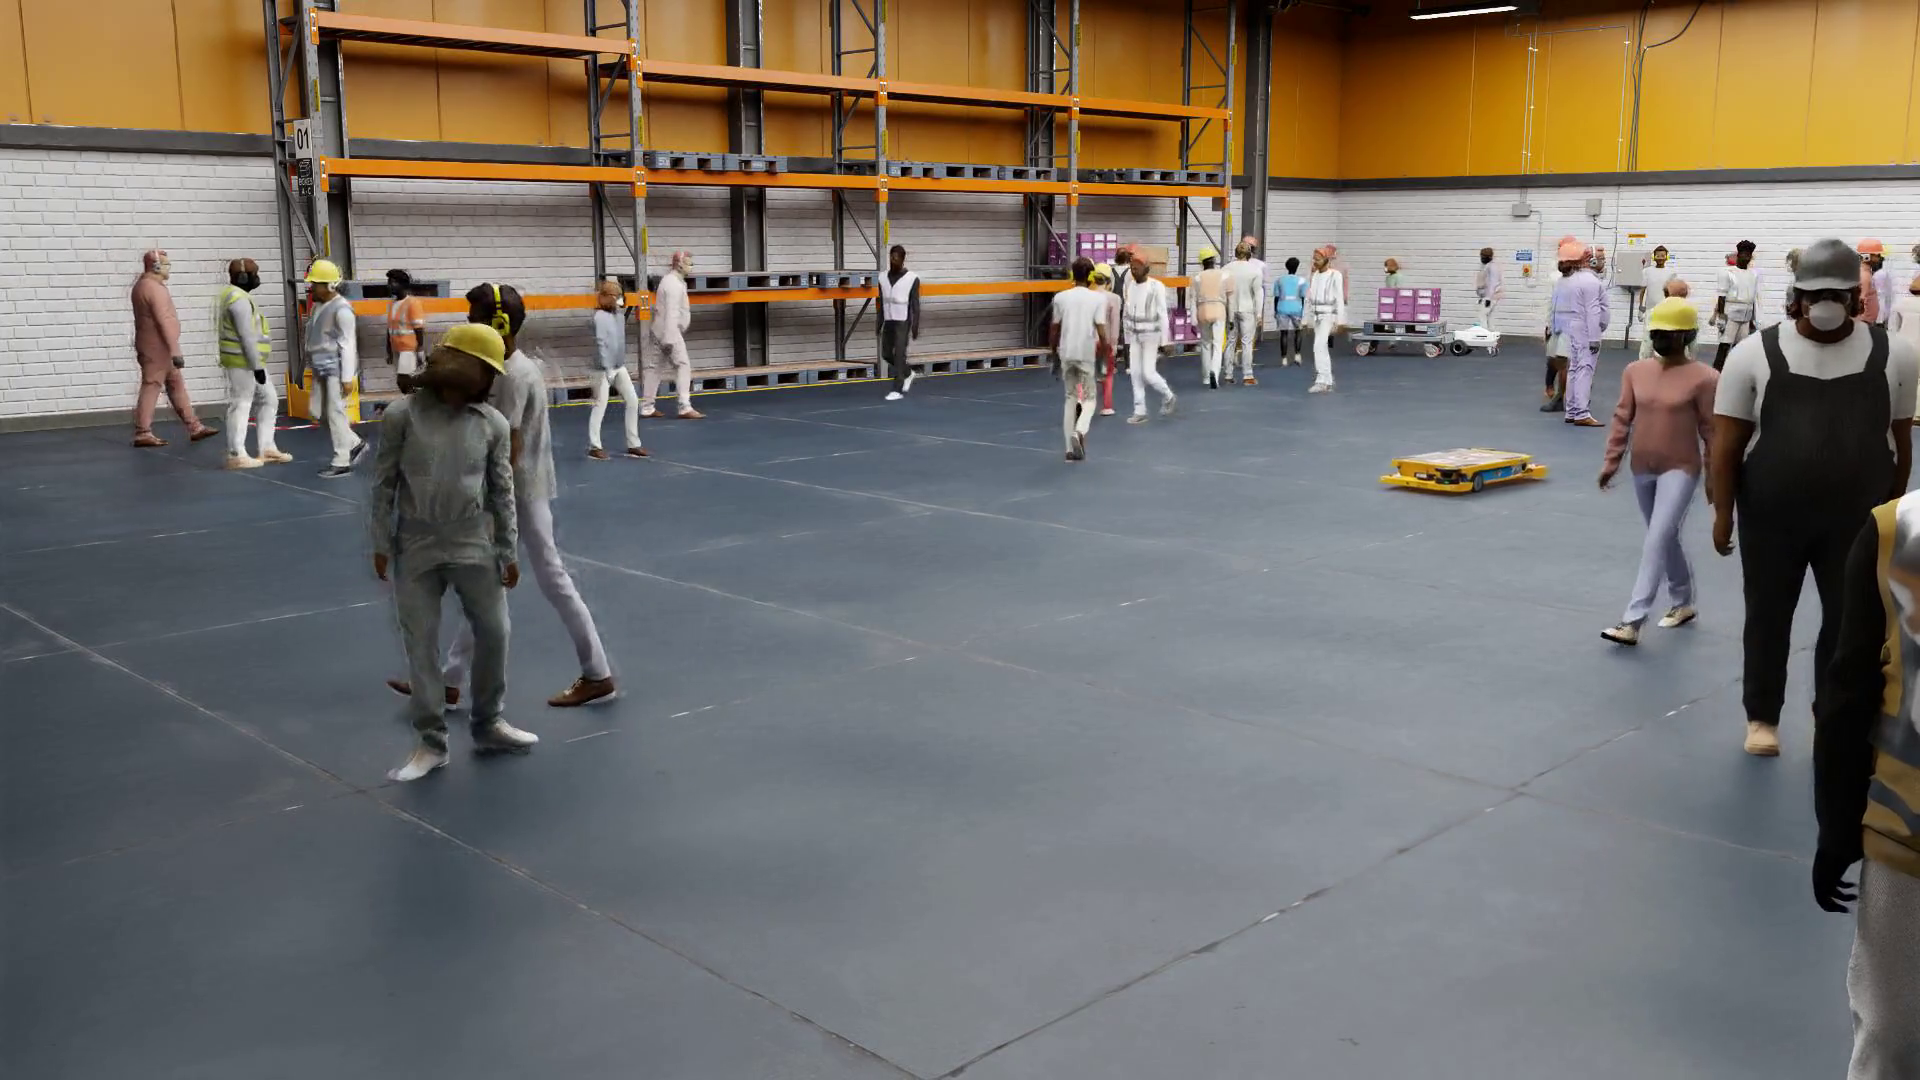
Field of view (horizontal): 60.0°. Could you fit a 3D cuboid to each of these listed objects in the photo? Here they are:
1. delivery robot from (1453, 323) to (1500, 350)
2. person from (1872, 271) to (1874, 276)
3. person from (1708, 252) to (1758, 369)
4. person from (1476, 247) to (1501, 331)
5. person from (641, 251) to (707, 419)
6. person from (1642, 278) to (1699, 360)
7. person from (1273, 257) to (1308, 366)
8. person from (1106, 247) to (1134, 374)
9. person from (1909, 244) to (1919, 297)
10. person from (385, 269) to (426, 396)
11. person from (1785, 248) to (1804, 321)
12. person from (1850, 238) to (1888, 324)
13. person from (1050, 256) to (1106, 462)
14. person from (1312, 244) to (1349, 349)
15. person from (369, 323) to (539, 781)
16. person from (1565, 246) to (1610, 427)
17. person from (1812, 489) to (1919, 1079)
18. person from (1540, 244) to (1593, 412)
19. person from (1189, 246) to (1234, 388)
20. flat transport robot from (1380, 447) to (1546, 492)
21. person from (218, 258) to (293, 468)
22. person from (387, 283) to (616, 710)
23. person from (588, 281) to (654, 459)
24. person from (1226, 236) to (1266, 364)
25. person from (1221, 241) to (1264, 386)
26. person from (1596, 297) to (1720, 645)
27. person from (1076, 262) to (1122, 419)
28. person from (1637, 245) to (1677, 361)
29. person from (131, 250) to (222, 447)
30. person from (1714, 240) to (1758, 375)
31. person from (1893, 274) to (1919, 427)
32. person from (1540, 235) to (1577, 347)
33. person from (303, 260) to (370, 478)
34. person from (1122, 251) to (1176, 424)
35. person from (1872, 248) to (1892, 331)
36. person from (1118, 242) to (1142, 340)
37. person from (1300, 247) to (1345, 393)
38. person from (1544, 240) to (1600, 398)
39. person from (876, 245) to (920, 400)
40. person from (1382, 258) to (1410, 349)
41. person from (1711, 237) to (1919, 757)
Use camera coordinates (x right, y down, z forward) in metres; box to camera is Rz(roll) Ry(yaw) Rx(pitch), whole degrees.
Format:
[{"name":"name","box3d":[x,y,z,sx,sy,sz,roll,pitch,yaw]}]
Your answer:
[{"name":"delivery robot","box3d":[8.658,-3.397,27.868,0.707,0.478,0.477,6,12,30]},{"name":"person","box3d":[12.839,-3.082,23.463,0.541,1.622,0.398,-10,14,-43]},{"name":"person","box3d":[10.805,-3.100,23.186,0.554,1.780,1.044,-7,12,-33]},{"name":"person","box3d":[9.496,-4.371,30.063,0.559,1.808,0.632,0,10,1]},{"name":"person","box3d":[-3.205,-2.240,18.327,0.699,1.851,0.649,-4,11,-19]},{"name":"person","box3d":[6.553,-1.601,15.386,0.545,1.626,0.375,-1,10,-8]},{"name":"person","box3d":[5.141,-3.547,25.864,0.541,1.678,0.580,3,11,17]},{"name":"person","box3d":[2.363,-3.341,24.296,0.507,1.846,0.344,3,11,17]},{"name":"person","box3d":[13.848,-3.346,24.185,0.971,1.892,0.638,9,14,41]},{"name":"person","box3d":[-5.685,-1.918,16.970,0.557,1.678,0.404,9,13,39]},{"name":"person","box3d":[9.799,-2.446,19.326,1.004,1.888,0.637,5,12,26]},{"name":"person","box3d":[9.973,-2.339,18.419,0.389,1.992,0.625,4,11,22]},{"name":"person","box3d":[1.029,-1.586,14.737,0.559,1.847,0.526,4,11,21]},{"name":"person","box3d":[6.524,-4.287,29.401,0.651,1.881,0.781,4,11,20]},{"name":"person","box3d":[-1.909,0.044,6.264,0.603,1.702,0.352,-6,12,-29]},{"name":"person","box3d":[6.710,-2.171,17.747,0.407,1.910,0.640,1,10,4]},{"name":"person","box3d":[1.855,0.573,2.961,0.633,1.843,0.429,6,12,31]},{"name":"person","box3d":[7.013,-2.430,19.113,0.646,1.924,0.555,-3,11,-15]},{"name":"person","box3d":[3.362,-2.978,22.226,0.610,1.891,0.876,1,10,8]},{"name":"flat transport robot","box3d":[4.113,-0.582,13.548,1.431,0.197,0.652,-9,14,-41]},{"name":"person","box3d":[-6.123,-1.535,14.496,0.675,1.821,0.654,-4,11,-23]},{"name":"person","box3d":[-1.922,-0.154,6.985,0.961,1.819,0.542,-4,11,-21]},{"name":"person","box3d":[-3.079,-1.511,14.971,0.705,1.610,0.514,5,11,24]},{"name":"person","box3d":[4.380,-3.655,25.590,0.615,1.990,1.024,1,10,5]},{"name":"person","box3d":[3.785,-3.047,22.437,0.634,1.938,0.355,6,12,31]},{"name":"person","box3d":[3.520,-0.350,8.338,0.926,1.718,0.522,-7,12,-34]},{"name":"person","box3d":[1.511,-2.199,18.372,0.527,1.726,0.864,5,11,24]},{"name":"person","box3d":[10.254,-3.386,24.473,0.533,1.871,0.320,3,11,14]},{"name":"person","box3d":[-7.591,-1.844,16.040,0.916,1.869,0.677,-7,13,-35]},{"name":"person","box3d":[9.949,-2.849,21.297,0.600,1.960,0.374,-4,11,-19]},{"name":"person","box3d":[10.087,-2.002,17.584,0.332,1.627,0.526,-5,12,-27]},{"name":"person","box3d":[10.152,-4.136,28.118,0.607,2.030,0.591,-8,13,-36]},{"name":"person","box3d":[-5.230,-1.422,13.897,0.438,1.818,0.613,-10,14,-42]},{"name":"person","box3d":[2.038,-2.175,17.920,0.587,1.862,0.582,-9,14,-41]},{"name":"person","box3d":[12.473,-3.077,22.779,1.005,1.876,0.609,7,13,35]},{"name":"person","box3d":[2.629,-3.680,25.949,0.549,1.917,0.808,9,14,40]},{"name":"person","box3d":[4.589,-2.803,21.294,0.649,1.863,0.622,-5,12,-27]},{"name":"person","box3d":[7.291,-2.591,19.880,0.625,1.974,0.771,1,10,3]},{"name":"person","box3d":[-0.749,-2.703,20.645,0.605,1.906,0.624,7,12,33]},{"name":"person","box3d":[7.805,-4.216,29.689,0.504,1.610,0.532,-3,11,-14]},{"name":"person","box3d":[3.206,-0.134,6.274,0.699,2.000,0.679,4,11,21]}]
